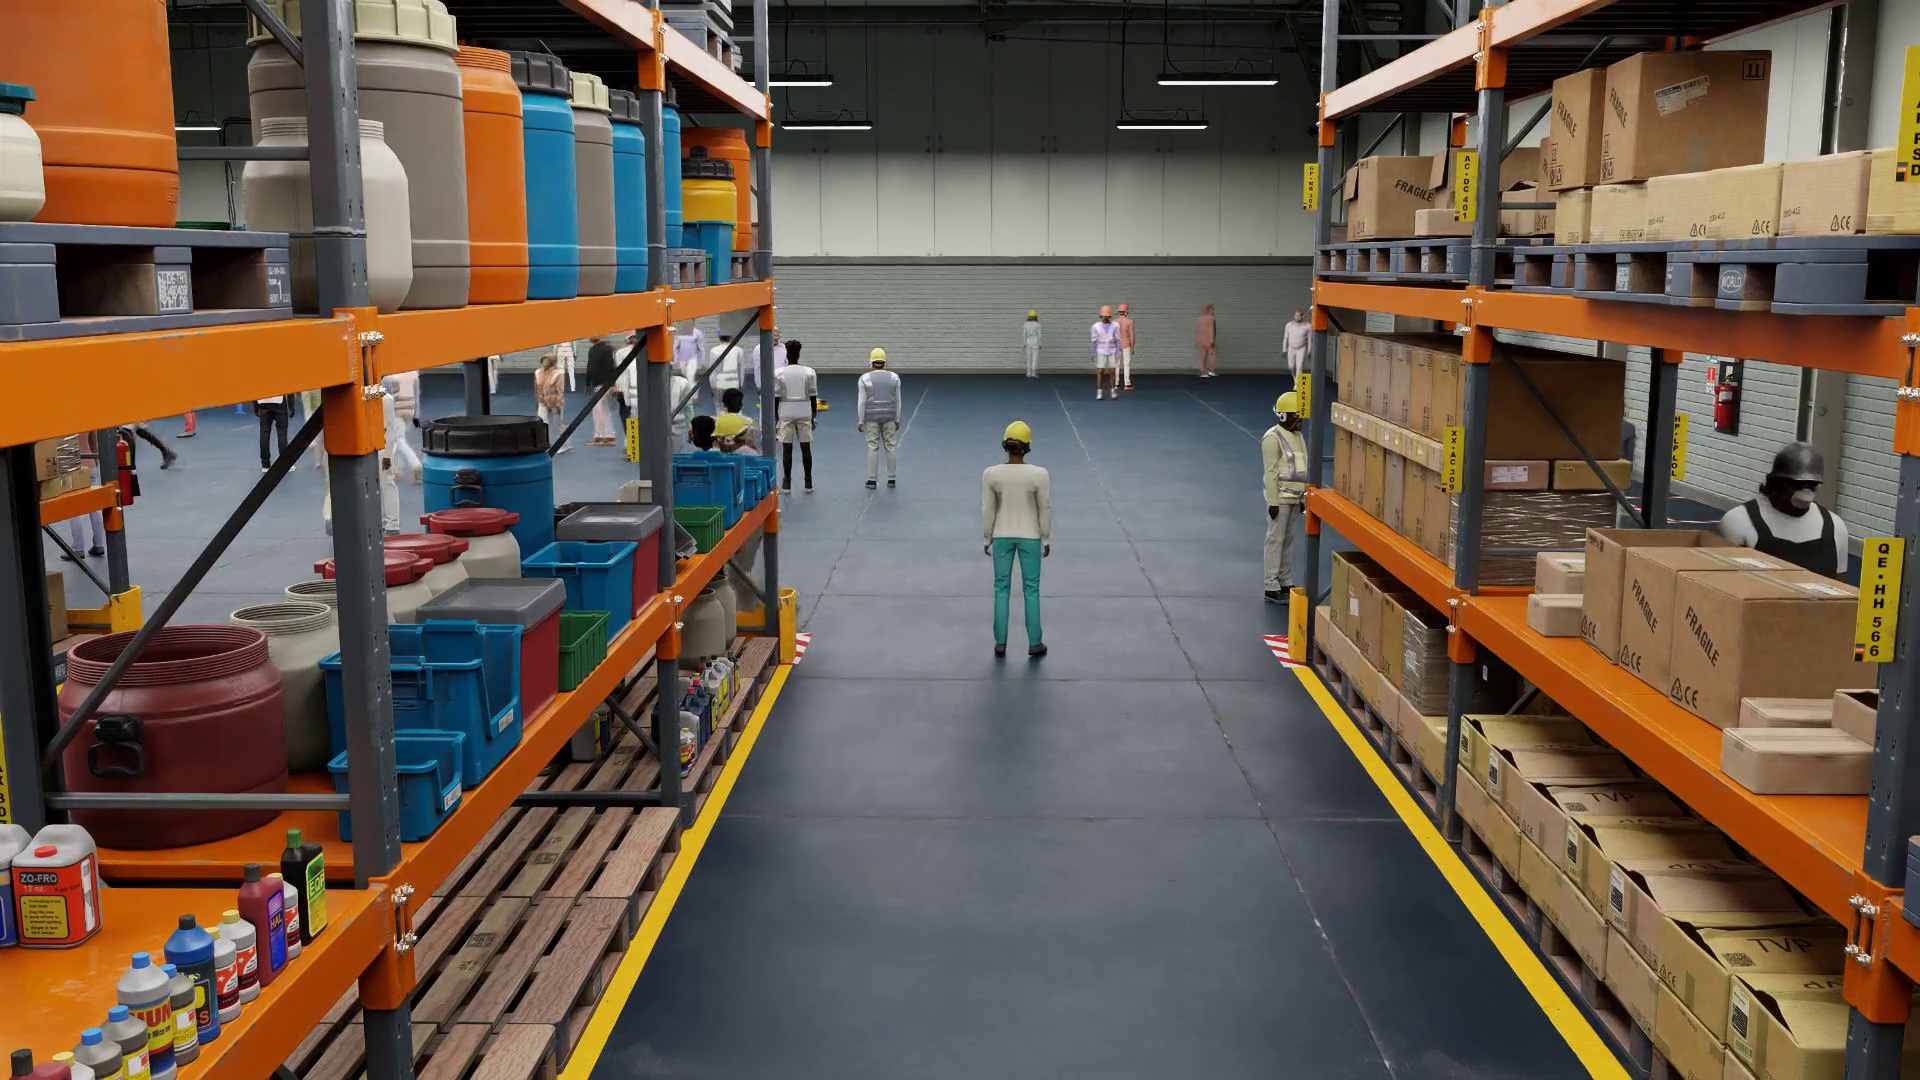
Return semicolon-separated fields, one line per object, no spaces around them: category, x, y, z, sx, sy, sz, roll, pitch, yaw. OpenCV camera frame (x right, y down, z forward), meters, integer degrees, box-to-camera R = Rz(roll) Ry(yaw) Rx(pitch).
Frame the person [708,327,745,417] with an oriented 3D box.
person;-3.804;-2.541;27.202;0.613;1.933;0.550;-7;12;-37

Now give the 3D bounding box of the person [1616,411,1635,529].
person;6.608;-0.693;17.047;0.532;1.609;0.644;0;9;2

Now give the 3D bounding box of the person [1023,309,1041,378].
person;1.879;-5.076;42.947;0.486;1.746;0.301;5;11;27

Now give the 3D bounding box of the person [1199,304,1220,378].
person;6.431;-5.093;42.593;0.617;1.885;0.680;-4;10;-21

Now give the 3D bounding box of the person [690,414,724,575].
person;-2.095;-0.204;13.912;0.330;1.694;0.547;1;9;3

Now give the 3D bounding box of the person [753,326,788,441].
person;-3.092;-2.584;27.538;0.640;1.905;0.410;-6;11;-33

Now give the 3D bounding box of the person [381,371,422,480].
person;-7.547;-1.690;22.488;0.831;1.813;0.629;5;11;26

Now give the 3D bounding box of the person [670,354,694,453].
person;-3.588;-1.392;20.393;0.617;1.913;0.953;-4;10;-21

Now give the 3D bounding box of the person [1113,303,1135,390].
person;3.818;-4.528;38.898;0.612;1.997;0.376;6;11;33

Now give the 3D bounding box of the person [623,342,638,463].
person;-4.606;-1.984;24.066;0.619;1.864;0.570;4;10;22

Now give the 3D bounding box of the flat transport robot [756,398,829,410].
flat transport robot;-3.398;-2.768;33.644;1.431;0.197;0.652;8;12;39

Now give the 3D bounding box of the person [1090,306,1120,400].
person;3.145;-4.036;35.889;0.691;2.016;0.550;0;9;1

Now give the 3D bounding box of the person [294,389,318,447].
person;-10.456;-2.423;26.719;0.530;1.855;0.382;-6;11;-34

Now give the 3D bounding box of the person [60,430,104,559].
person;-8.852;-0.691;16.631;0.327;1.760;0.523;4;10;23

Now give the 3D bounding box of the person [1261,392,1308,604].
person;2.855;-0.378;14.534;0.403;1.833;0.586;7;12;35

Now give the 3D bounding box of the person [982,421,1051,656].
person;0.429;-0.009;12.520;0.523;1.769;0.322;2;10;13

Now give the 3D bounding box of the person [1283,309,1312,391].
person;7.844;-4.421;38.600;0.652;1.885;0.795;5;11;27

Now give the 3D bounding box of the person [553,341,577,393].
person;-8.989;-4.180;37.884;0.525;1.639;0.307;-3;10;-19

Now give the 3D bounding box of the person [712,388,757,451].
person;-2.305;-0.712;16.946;0.552;1.684;0.354;-7;12;-35

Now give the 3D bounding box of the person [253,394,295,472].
person;-9.703;-1.914;23.502;0.587;1.912;0.374;-1;10;-6

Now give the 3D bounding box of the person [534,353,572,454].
person;-6.264;-2.074;25.440;0.551;1.581;0.826;3;10;15

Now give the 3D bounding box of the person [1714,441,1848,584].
person;4.317;0.505;8.746;0.688;2.000;0.535;1;10;5

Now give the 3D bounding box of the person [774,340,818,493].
person;-2.129;-1.591;21.398;0.603;1.966;0.368;-3;10;-15

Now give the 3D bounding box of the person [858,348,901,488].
person;-1.063;-1.604;21.869;0.586;1.835;0.404;-3;10;-18

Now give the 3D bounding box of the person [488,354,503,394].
person;-10.631;-4.109;37.513;0.551;1.607;0.724;-7;11;-34

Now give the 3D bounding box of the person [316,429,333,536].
person;-6.597;-0.803;17.749;0.548;1.602;0.482;-1;10;-7

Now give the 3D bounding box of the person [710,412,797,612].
person;-1.643;-0.105;12.999;0.607;1.797;0.593;1;10;7

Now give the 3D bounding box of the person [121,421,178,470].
person;-11.560;-1.898;23.415;0.927;1.908;0.549;-7;12;-36

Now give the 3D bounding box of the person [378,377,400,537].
person;-6.191;-0.935;17.720;0.354;1.883;0.572;-8;12;-40

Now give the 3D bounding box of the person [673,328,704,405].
person;-5.553;-3.691;34.246;0.630;1.896;1.009;2;10;14

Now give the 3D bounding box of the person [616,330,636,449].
person;-5.080;-2.346;25.907;0.658;1.966;0.566;-6;11;-33

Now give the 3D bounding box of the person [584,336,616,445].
person;-5.893;-2.500;26.816;0.734;1.968;0.662;-7;12;-38

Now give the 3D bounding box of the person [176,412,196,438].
person;-13.215;-2.631;28.225;0.330;1.768;0.526;-2;10;-9

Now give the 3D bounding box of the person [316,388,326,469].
person;-8.888;-1.923;23.839;0.729;1.817;0.632;1;10;7

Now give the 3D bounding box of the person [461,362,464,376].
person;-12.888;-5.226;43.529;0.567;1.845;0.386;-4;10;-20
